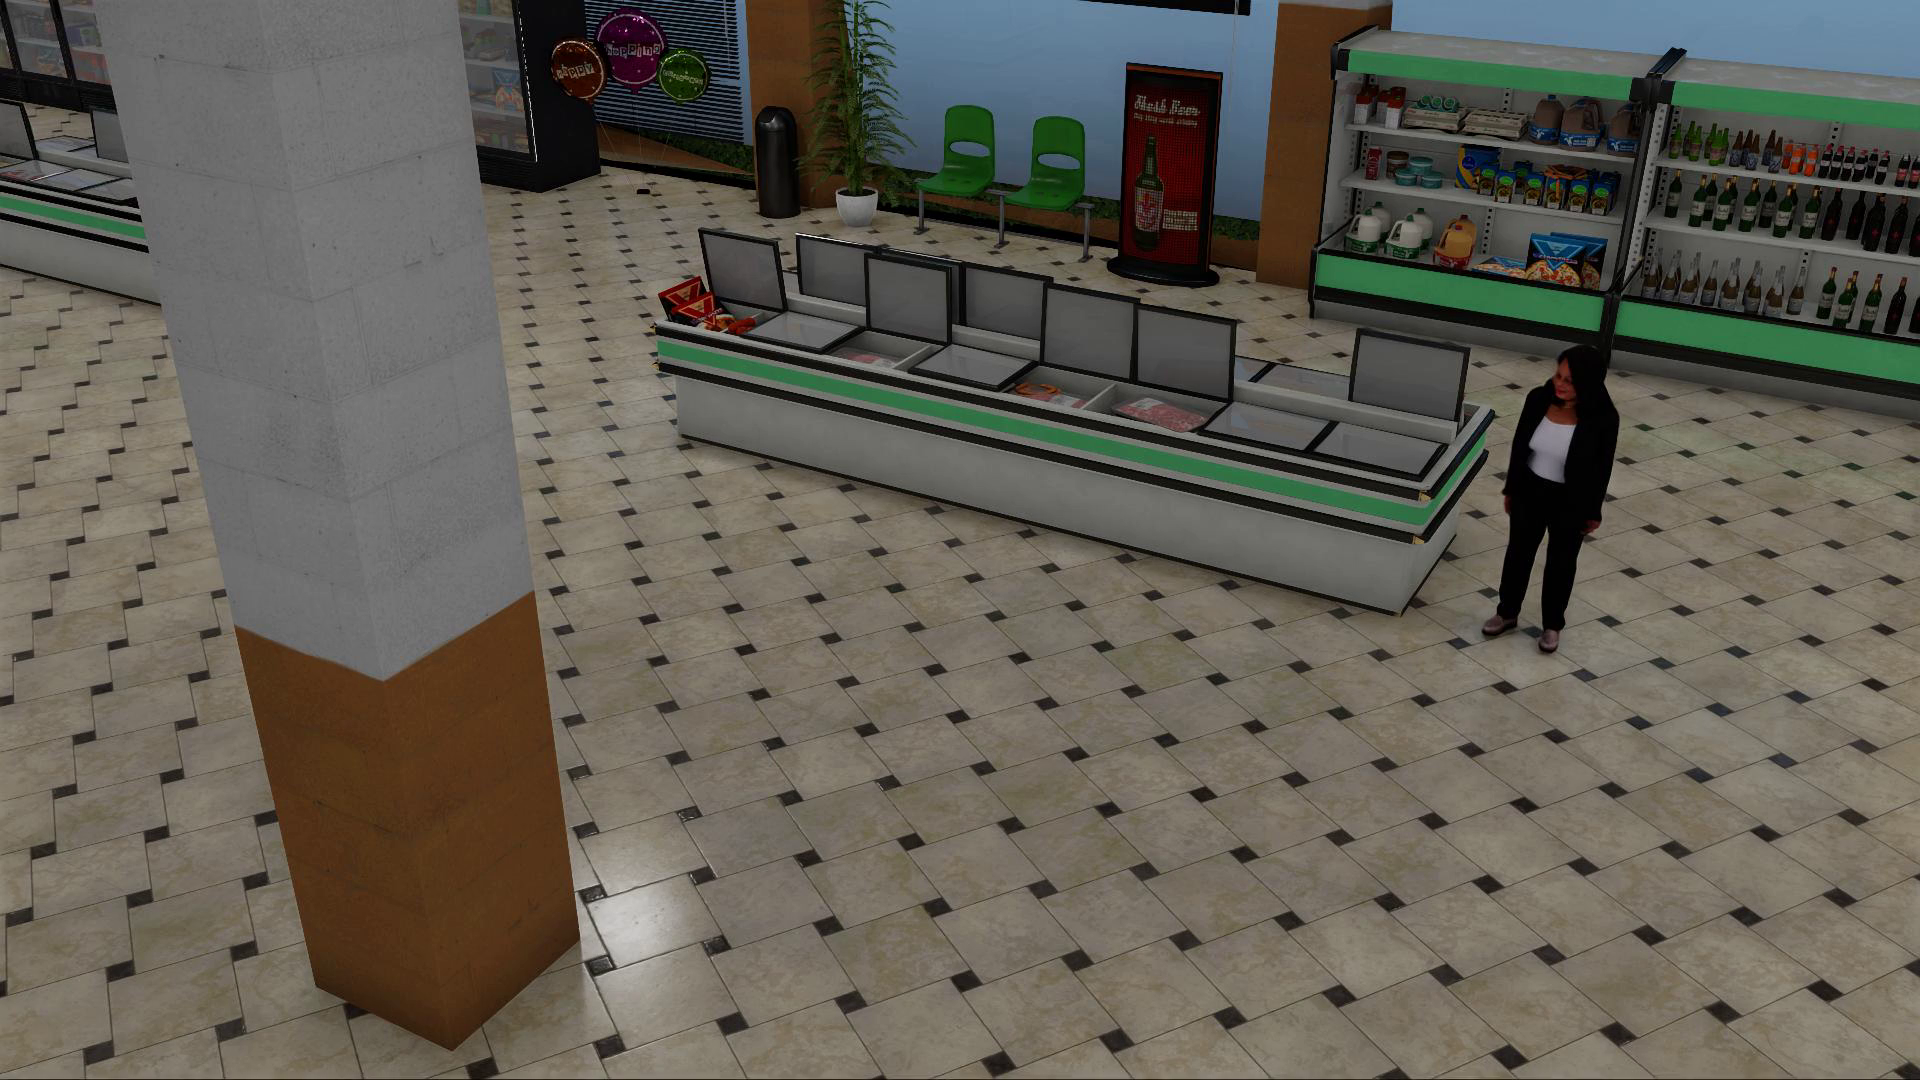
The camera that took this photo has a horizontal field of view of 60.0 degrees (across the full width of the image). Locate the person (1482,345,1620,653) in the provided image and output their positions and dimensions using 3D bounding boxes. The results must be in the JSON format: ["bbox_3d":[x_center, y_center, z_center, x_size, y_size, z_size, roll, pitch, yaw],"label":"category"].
[{"bbox_3d":[2.937,-0.220,8.213,0.576,1.612,0.719,18,32,31],"label":"person"}]
